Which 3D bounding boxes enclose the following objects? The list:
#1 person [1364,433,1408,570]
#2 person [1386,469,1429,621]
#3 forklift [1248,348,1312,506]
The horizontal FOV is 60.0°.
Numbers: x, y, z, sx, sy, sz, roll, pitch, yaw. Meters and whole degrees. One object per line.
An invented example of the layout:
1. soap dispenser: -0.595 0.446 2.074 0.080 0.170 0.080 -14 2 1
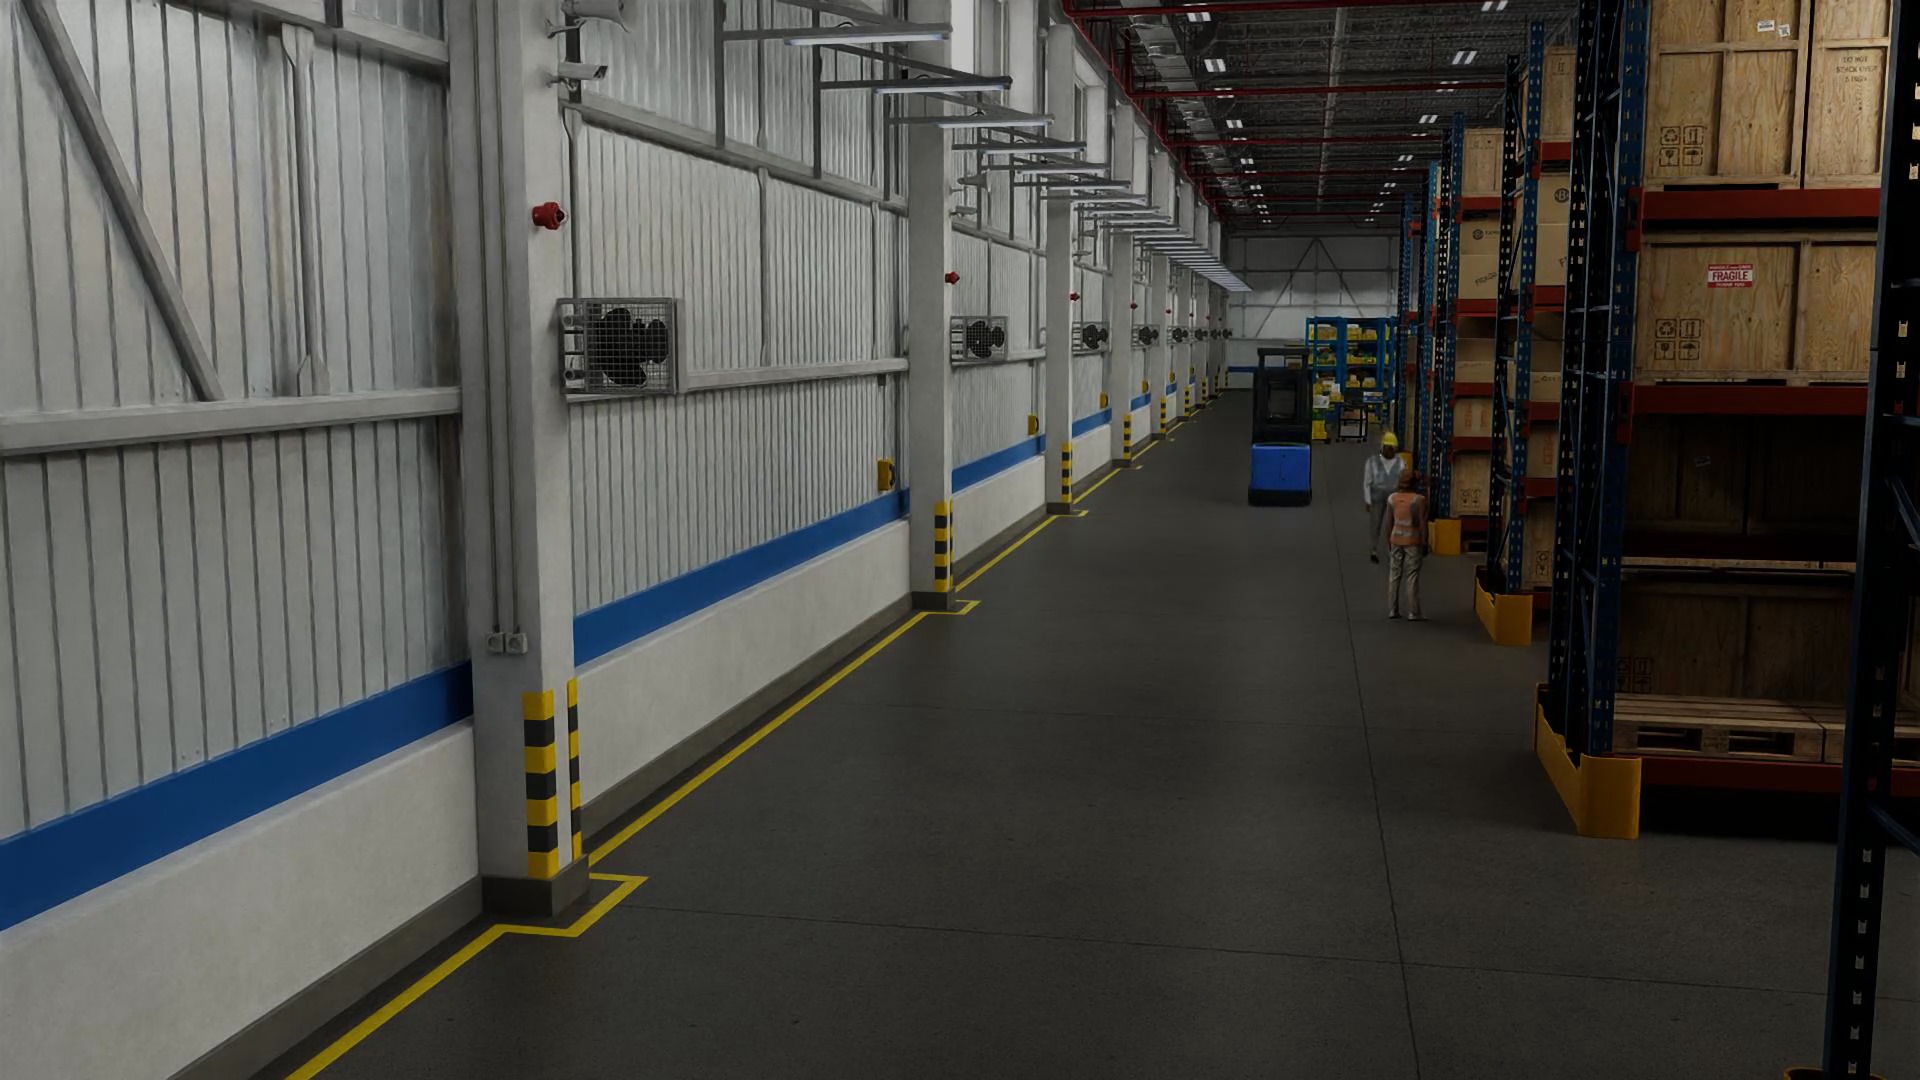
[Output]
1. person: 5.613 -0.533 21.978 0.579 1.796 0.921 1 7 7
2. person: 4.810 0.054 17.890 0.311 1.639 0.514 -6 9 -39
3. forklift: 5.817 -2.083 30.061 1.129 2.768 1.873 1 7 12
